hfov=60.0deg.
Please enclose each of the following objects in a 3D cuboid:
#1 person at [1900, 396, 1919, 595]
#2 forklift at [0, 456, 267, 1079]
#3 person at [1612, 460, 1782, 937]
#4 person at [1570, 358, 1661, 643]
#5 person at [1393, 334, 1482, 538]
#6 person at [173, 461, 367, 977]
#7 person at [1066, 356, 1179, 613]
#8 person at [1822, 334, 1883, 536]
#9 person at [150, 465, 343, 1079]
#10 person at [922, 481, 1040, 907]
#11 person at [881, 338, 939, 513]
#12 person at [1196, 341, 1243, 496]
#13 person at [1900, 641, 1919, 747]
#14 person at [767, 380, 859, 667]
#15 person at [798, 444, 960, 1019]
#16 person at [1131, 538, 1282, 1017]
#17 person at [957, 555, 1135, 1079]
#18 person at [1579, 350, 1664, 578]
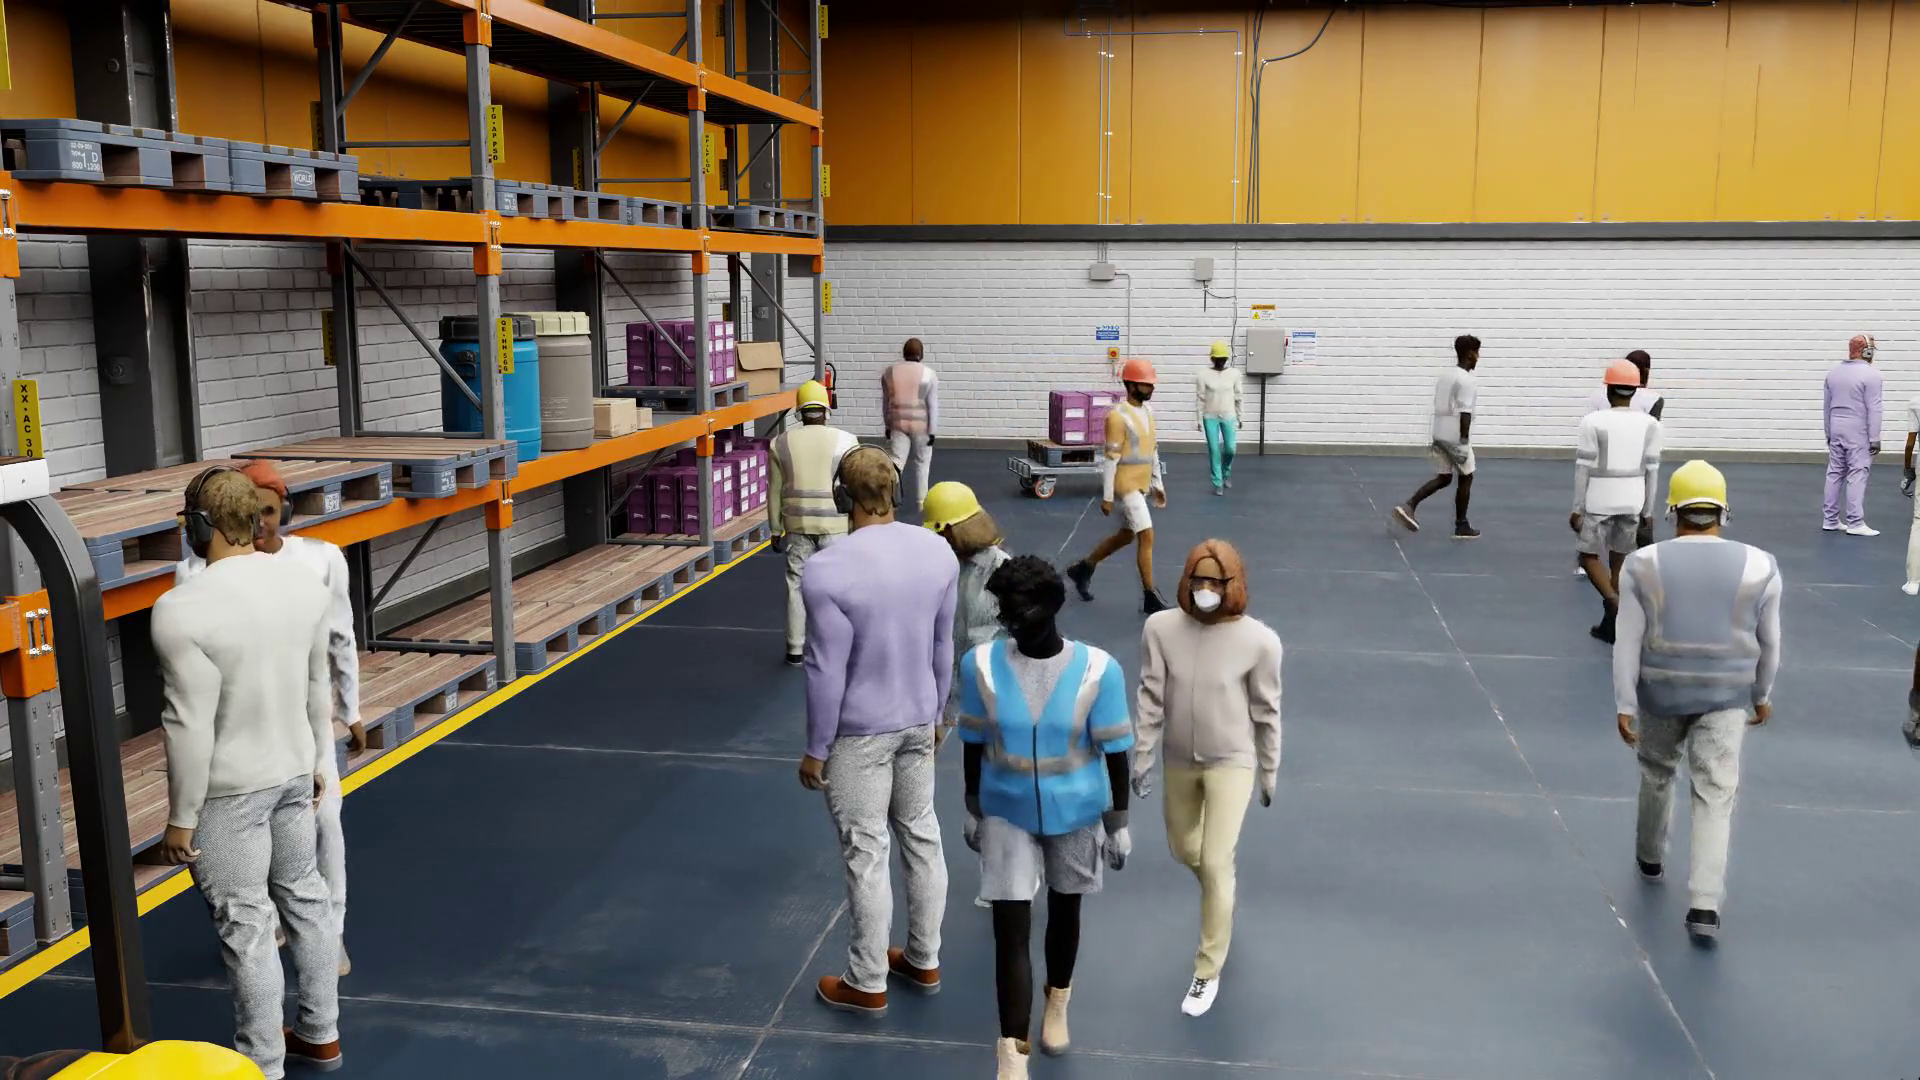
[{"bbox_3d":[7.541,-0.492,12.808,0.513,1.872,0.328,6,11,32],"label":"person"},{"bbox_3d":[-2.328,0.975,2.765,2.313,2.155,1.214,1,9,9],"label":"forklift"},{"bbox_3d":[2.848,0.584,6.459,0.593,1.788,0.946,4,10,21],"label":"person"},{"bbox_3d":[4.367,-0.235,11.040,0.552,1.924,0.589,0,9,-3],"label":"person"},{"bbox_3d":[4.517,-0.961,15.526,0.754,1.930,0.654,-2,9,-13],"label":"person"},{"bbox_3d":[-2.423,0.645,5.875,0.609,1.857,0.587,-4,10,-22],"label":"person"},{"bbox_3d":[1.194,-0.414,12.248,0.934,1.899,0.558,6,11,31],"label":"person"},{"bbox_3d":[8.523,-1.001,15.831,0.403,1.911,0.637,-2,9,-14],"label":"person"},{"bbox_3d":[-2.134,0.740,5.000,0.355,1.937,0.635,3,10,19],"label":"person"},{"bbox_3d":[0.088,0.611,6.499,0.479,1.701,0.531,-7,12,-38],"label":"person"},{"bbox_3d":[-0.523,-1.169,17.145,0.630,1.823,0.784,2,9,13],"label":"person"},{"bbox_3d":[2.899,-1.360,18.582,0.538,1.739,0.489,0,9,1],"label":"person"},{"bbox_3d":[3.681,0.633,5.972,0.523,1.833,0.781,4,10,24],"label":"person"},{"bbox_3d":[-0.918,-0.098,10.569,0.607,1.821,0.417,0,9,2],"label":"person"},{"bbox_3d":[-0.279,0.642,5.617,0.627,1.936,0.373,-8,12,-41],"label":"person"},{"bbox_3d":[0.899,0.767,5.841,0.492,1.607,0.721,5,11,30],"label":"person"},{"bbox_3d":[0.246,0.870,5.055,0.553,1.640,0.821,1,9,7],"label":"person"},{"bbox_3d":[5.426,-0.613,13.570,0.992,1.874,0.608,-6,11,-34],"label":"person"}]
